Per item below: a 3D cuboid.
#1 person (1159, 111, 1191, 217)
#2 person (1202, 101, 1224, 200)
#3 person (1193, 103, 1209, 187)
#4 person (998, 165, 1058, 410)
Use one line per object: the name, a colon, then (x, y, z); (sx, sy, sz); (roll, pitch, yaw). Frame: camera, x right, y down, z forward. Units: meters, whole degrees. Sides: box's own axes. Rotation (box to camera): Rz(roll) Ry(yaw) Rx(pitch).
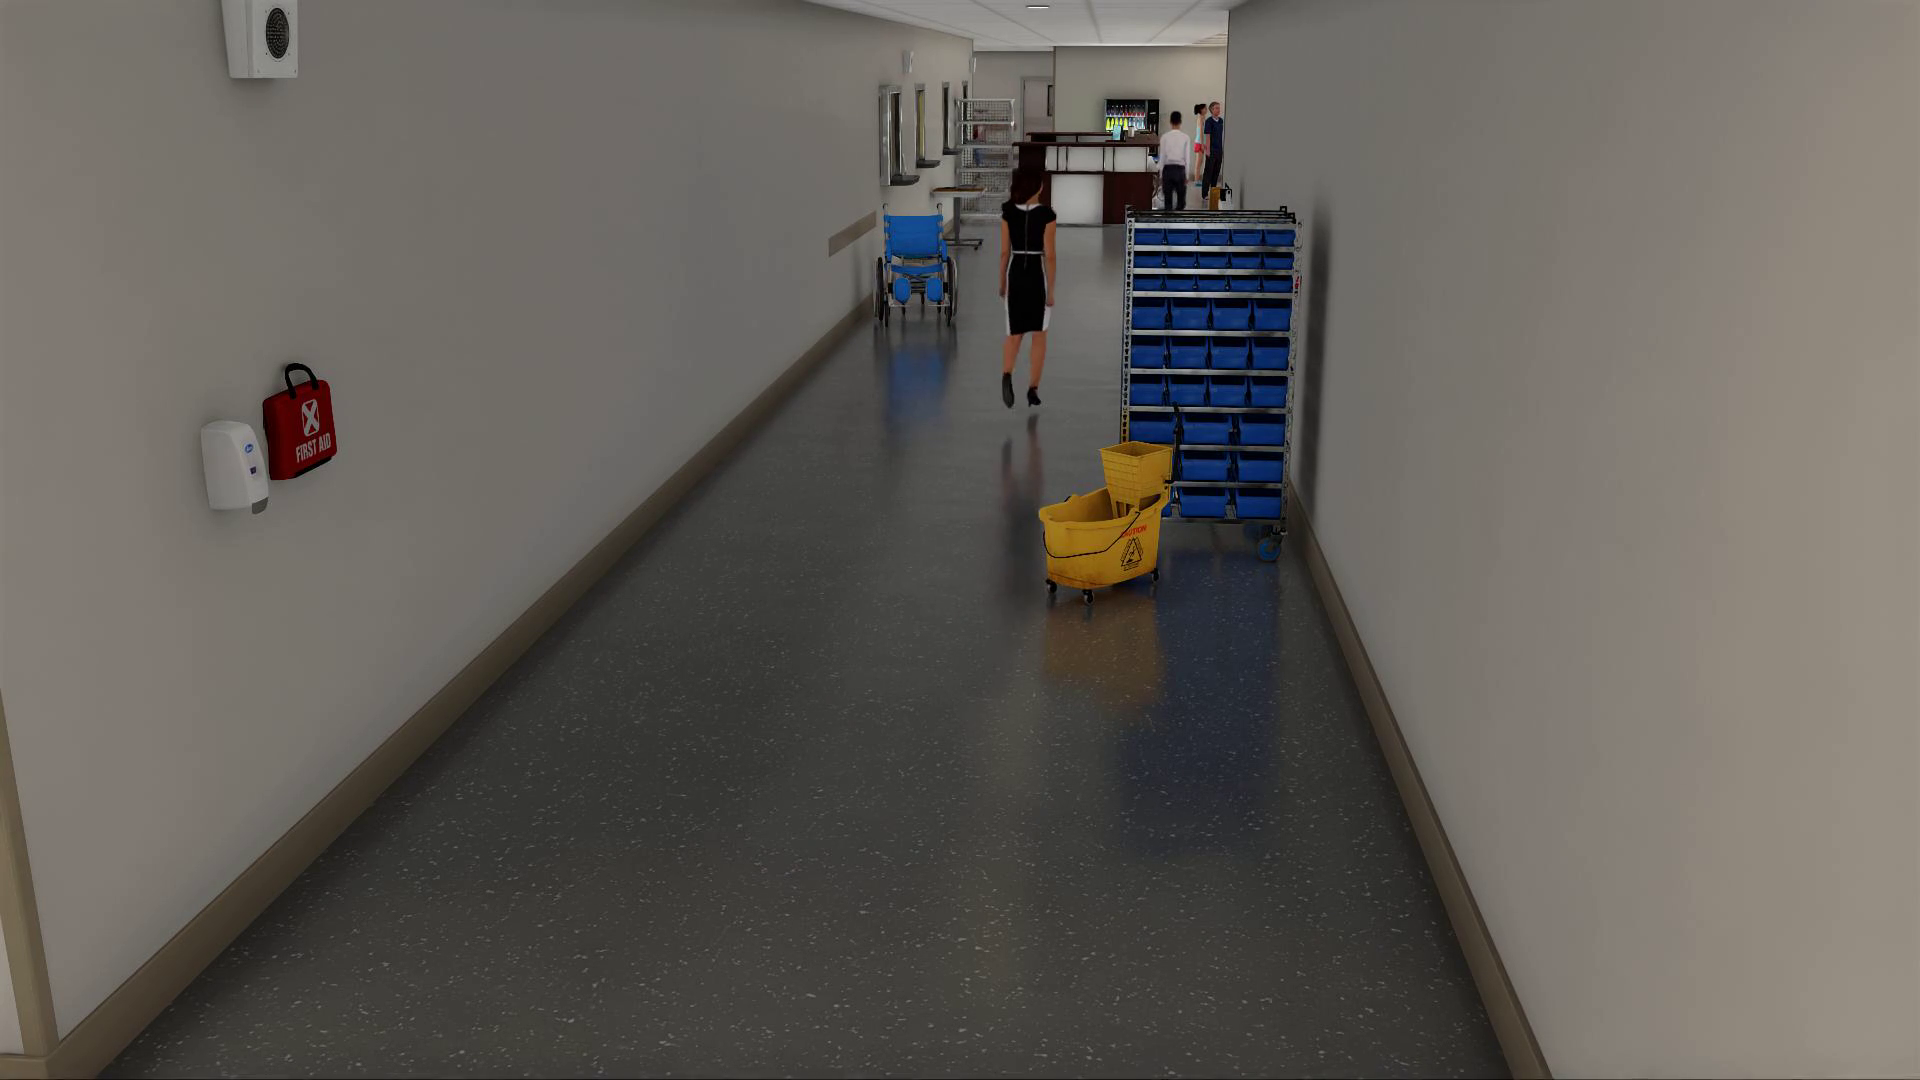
person: (3.237, -5.541, 25.216); (0.625, 1.856, 0.667); (2, 16, 8)
person: (4.983, -7.651, 32.672); (0.722, 1.871, 0.776); (-13, 21, -39)
person: (5.283, -8.653, 36.426); (0.543, 1.764, 0.592); (2, 16, 7)
person: (0.456, -1.766, 11.985); (1.049, 1.769, 0.814); (5, 17, 18)
